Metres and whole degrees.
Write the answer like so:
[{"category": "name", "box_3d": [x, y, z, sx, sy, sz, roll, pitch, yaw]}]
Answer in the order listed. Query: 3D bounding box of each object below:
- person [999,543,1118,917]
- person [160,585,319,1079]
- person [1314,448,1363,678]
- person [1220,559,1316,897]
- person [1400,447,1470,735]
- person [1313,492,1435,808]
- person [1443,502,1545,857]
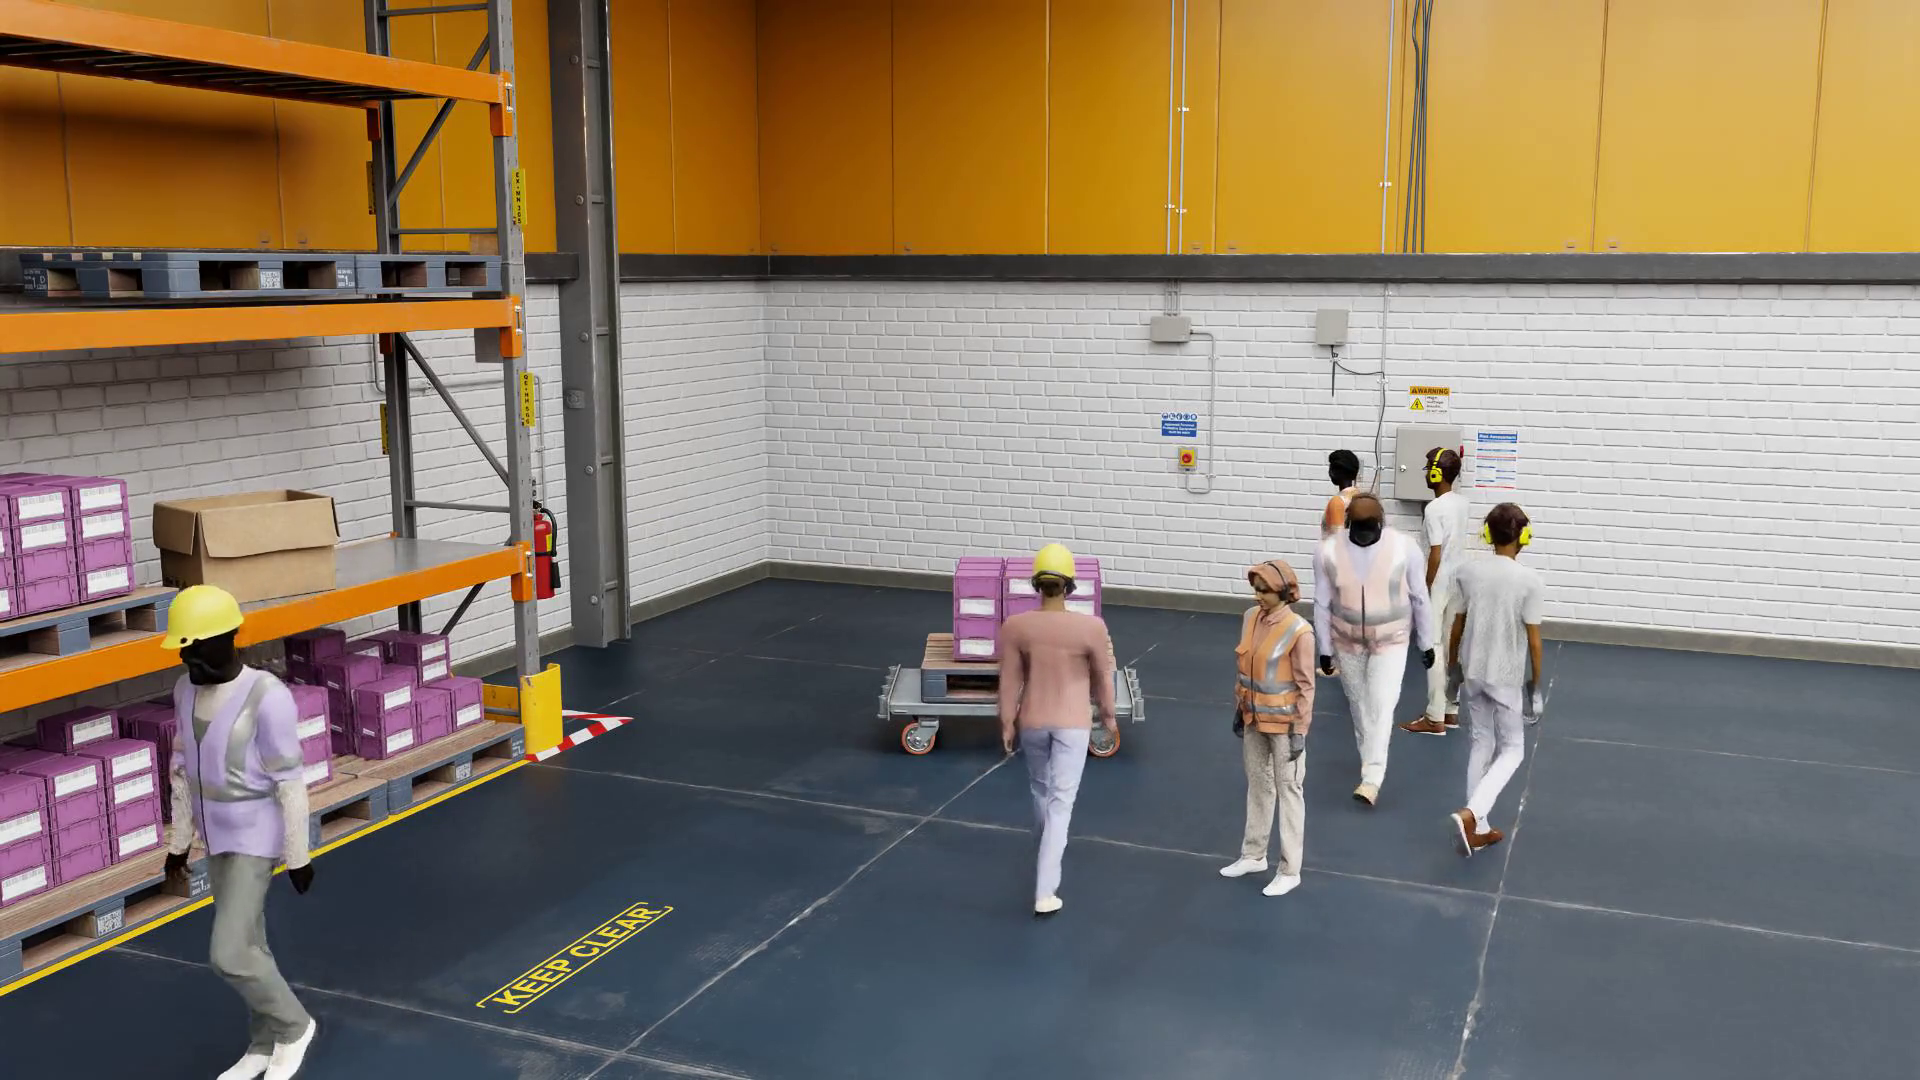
[{"category": "person", "box_3d": [0.469, 0.872, 7.985, 0.529, 1.719, 0.919, 4, 10, 21]}, {"category": "person", "box_3d": [-2.645, 1.092, 6.073, 0.582, 1.904, 0.431, 7, 12, 36]}, {"category": "person", "box_3d": [2.823, 0.172, 12.281, 0.318, 1.697, 0.533, 5, 11, 29]}, {"category": "person", "box_3d": [1.512, 0.897, 8.064, 0.313, 1.640, 0.513, -5, 11, -28]}, {"category": "person", "box_3d": [3.097, 0.330, 10.799, 0.315, 1.870, 0.532, 8, 12, 40]}, {"category": "person", "box_3d": [2.342, 0.598, 9.490, 0.696, 1.764, 0.994, 4, 10, 24]}, {"category": "person", "box_3d": [2.686, 0.726, 8.491, 0.558, 1.843, 0.579, -9, 13, -43]}]
